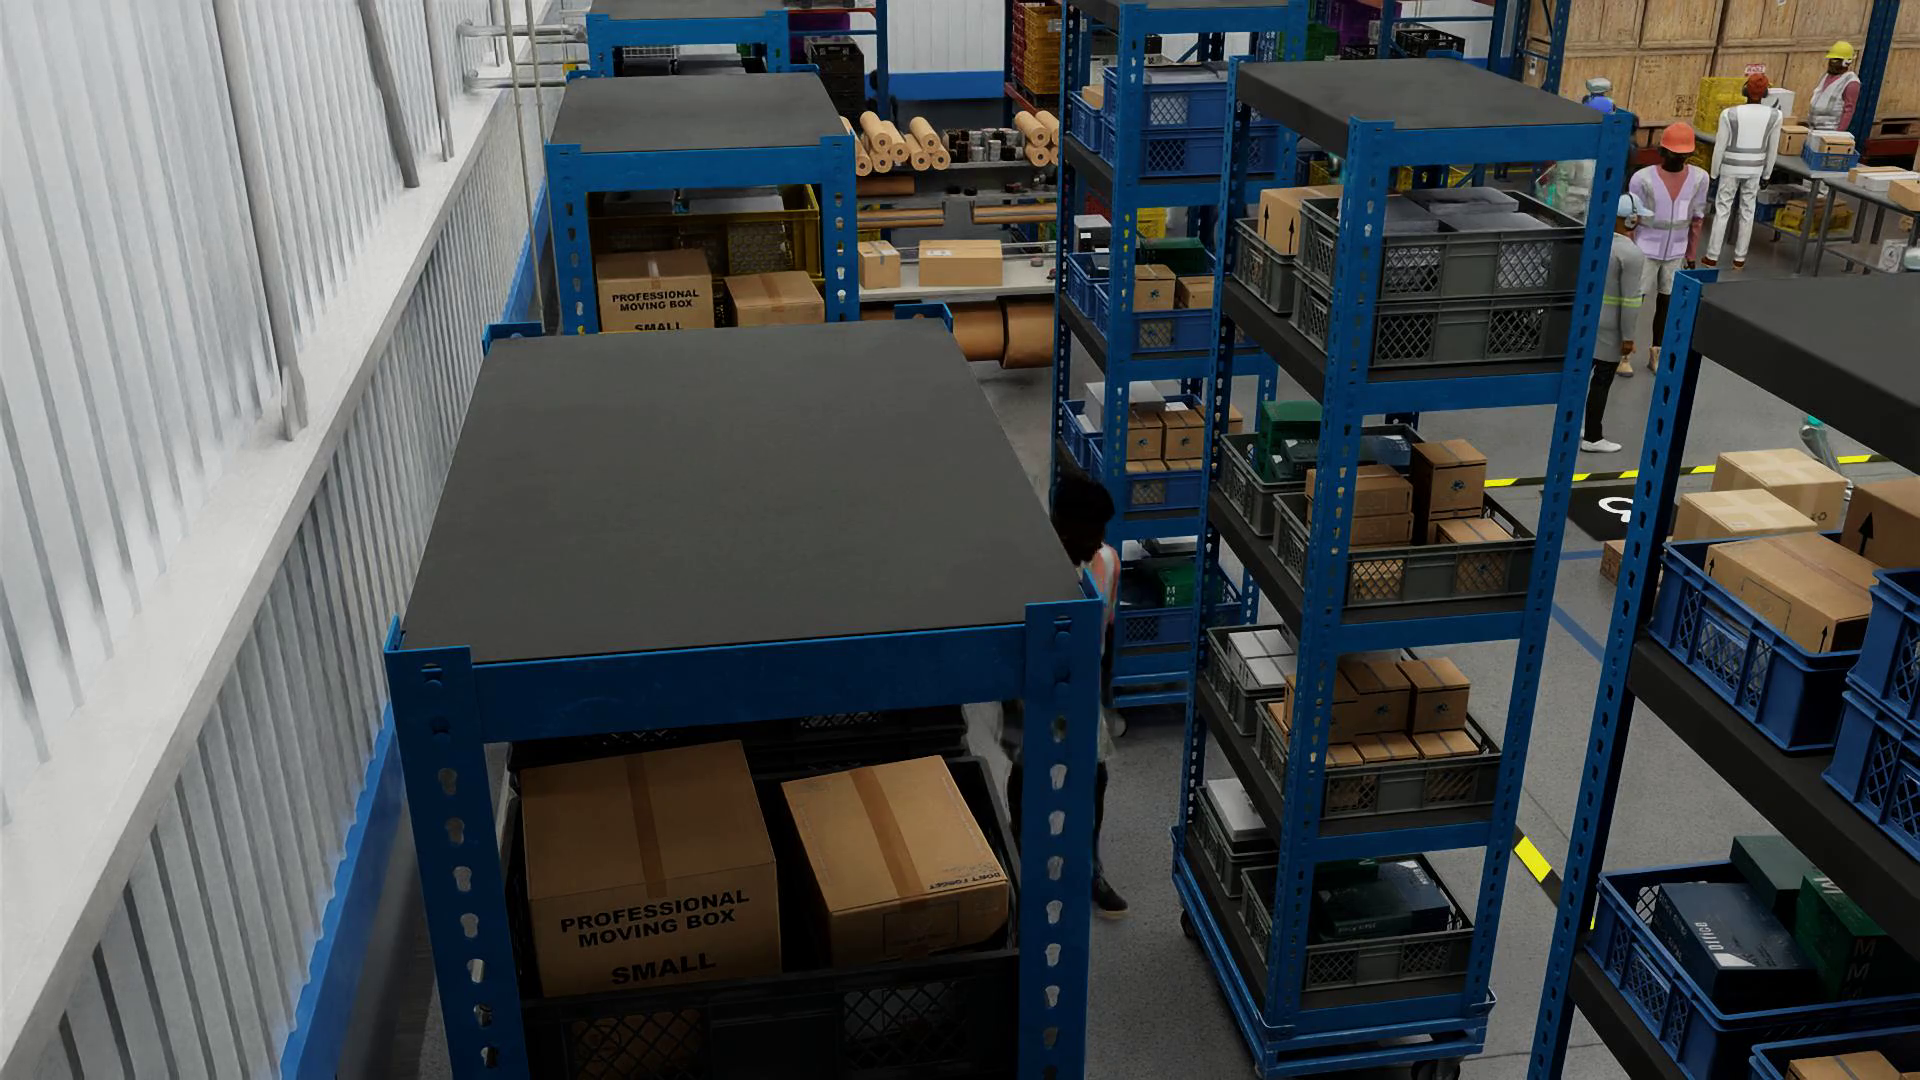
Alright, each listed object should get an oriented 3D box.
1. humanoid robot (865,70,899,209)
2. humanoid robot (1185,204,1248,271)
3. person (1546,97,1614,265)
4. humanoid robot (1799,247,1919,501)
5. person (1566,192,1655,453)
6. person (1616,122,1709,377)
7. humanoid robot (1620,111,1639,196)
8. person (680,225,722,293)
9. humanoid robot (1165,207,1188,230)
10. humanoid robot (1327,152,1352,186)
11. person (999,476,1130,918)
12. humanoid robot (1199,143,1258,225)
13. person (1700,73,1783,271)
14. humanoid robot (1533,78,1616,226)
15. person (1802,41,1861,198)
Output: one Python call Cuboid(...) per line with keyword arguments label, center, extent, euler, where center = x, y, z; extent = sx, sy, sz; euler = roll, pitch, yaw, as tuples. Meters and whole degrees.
Cuboid(label="humanoid robot", center=(-0.878, -4.119, 17.560), extent=(0.603, 1.655, 0.332), euler=(-22, 33, -40))
Cuboid(label="humanoid robot", center=(2.407, -3.204, 15.601), extent=(0.609, 1.638, 0.688), euler=(-4, 25, -8))
Cuboid(label="person", center=(5.565, -2.961, 14.779), extent=(0.624, 1.896, 0.955), euler=(-8, 26, -16))
Cuboid(label="humanoid robot", center=(5.799, -1.098, 10.763), extent=(0.735, 1.681, 0.533), euler=(15, 28, 29))
Cuboid(label="person", center=(4.574, -1.534, 11.738), extent=(0.396, 1.850, 0.596), euler=(-9, 26, -18))
Cuboid(label="person", center=(5.529, -2.276, 13.144), extent=(0.599, 2.036, 0.391), euler=(1, 25, 3))
Cuboid(label="humanoid robot", center=(6.072, -3.208, 15.642), extent=(0.587, 1.644, 0.726), euler=(-21, 32, -38))
Cuboid(label="person", center=(-1.747, -1.363, 11.379), extent=(0.429, 1.844, 0.624), euler=(-13, 28, -26))
Cuboid(label="humanoid robot", center=(2.378, -4.245, 17.801), extent=(0.540, 1.784, 0.883), euler=(7, 25, 14))
Cuboid(label="humanoid robot", center=(3.542, -2.601, 14.280), extent=(1.049, 1.779, 0.551), euler=(14, 28, 28))
Cuboid(label="person", center=(0.442, 0.677, 6.847), extent=(0.668, 1.921, 0.833), euler=(-12, 27, -25))
Cuboid(label="humanoid robot", center=(2.744, -3.923, 17.123), extent=(0.536, 1.778, 0.992), euler=(-8, 26, -17))
Cuboid(label="person", center=(7.541, -3.542, 16.067), extent=(0.573, 1.882, 0.356), euler=(5, 25, 11))
Cuboid(label="humanoid robot", center=(5.980, -3.687, 16.435), extent=(0.727, 1.694, 0.533), euler=(-2, 25, -4))
Cuboid(label="person", center=(9.515, -4.535, 18.286), extent=(0.404, 1.833, 0.589), euler=(-4, 25, -9))
